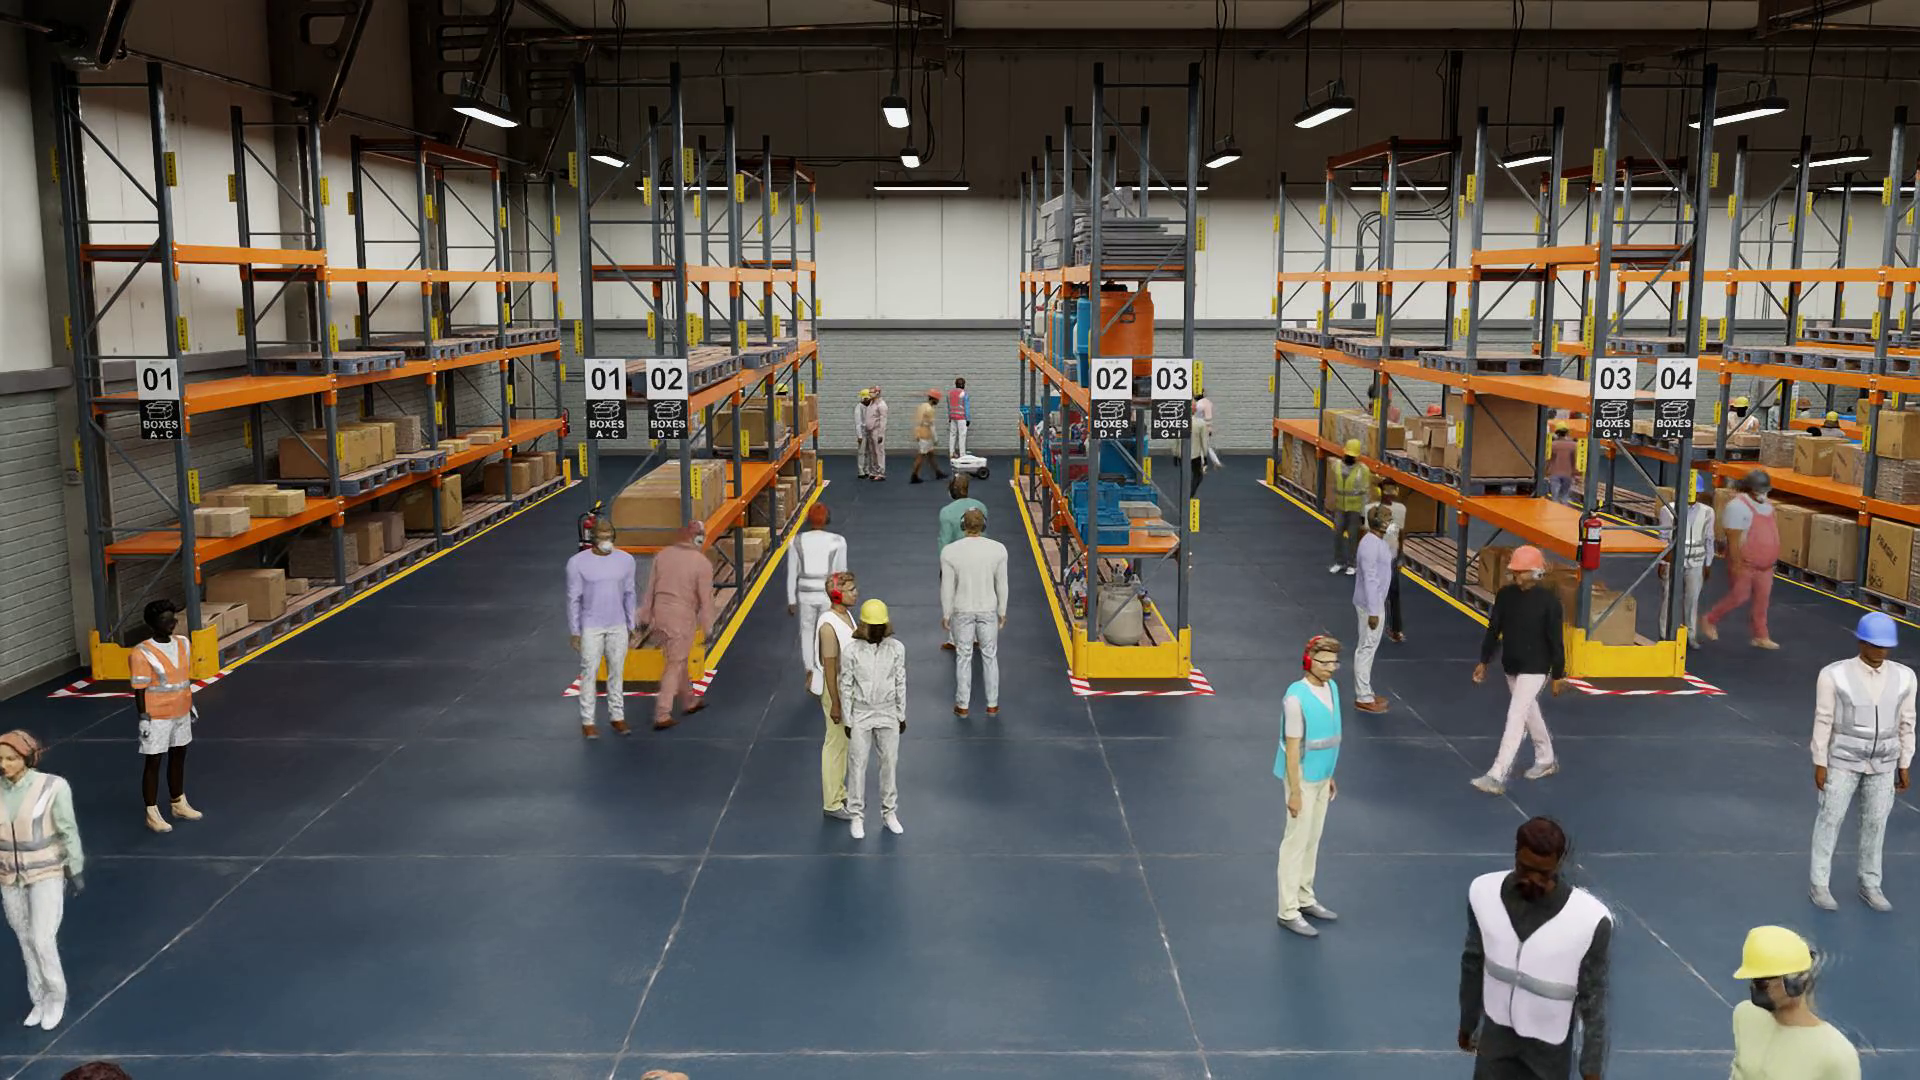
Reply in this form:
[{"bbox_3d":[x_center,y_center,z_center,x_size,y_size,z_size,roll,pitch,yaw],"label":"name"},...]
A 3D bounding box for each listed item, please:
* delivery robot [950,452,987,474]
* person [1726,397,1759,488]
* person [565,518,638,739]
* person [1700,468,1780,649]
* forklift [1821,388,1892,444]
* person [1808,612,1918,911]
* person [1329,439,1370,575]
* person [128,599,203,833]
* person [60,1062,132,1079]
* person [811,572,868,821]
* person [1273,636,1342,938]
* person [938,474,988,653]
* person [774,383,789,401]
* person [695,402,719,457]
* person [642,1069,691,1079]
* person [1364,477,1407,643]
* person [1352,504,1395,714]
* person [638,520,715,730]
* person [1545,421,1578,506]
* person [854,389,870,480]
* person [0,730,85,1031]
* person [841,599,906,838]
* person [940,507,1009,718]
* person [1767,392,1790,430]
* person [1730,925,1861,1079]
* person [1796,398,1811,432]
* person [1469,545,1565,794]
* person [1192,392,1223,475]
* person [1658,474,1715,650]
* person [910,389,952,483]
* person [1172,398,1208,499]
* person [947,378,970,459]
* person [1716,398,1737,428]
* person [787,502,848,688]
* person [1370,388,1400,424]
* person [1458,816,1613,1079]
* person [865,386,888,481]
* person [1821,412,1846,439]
[{"bbox_3d":[0.170,-1.536,33.487,0.707,0.478,0.477,-3,9,-18],"label":"delivery robot"},{"bbox_3d":[13.982,-1.607,29.843,0.588,1.927,0.370,8,12,43],"label":"person"},{"bbox_3d":[-3.126,0.765,14.554,0.635,1.936,0.355,-5,10,-30],"label":"person"},{"bbox_3d":[8.550,0.166,18.076,0.723,2.000,0.708,-4,10,-26],"label":"person"},{"bbox_3d":[20.072,-3.110,36.462,1.873,2.768,1.129,0,9,0],"label":"forklift"},{"bbox_3d":[5.700,1.397,10.502,0.603,1.938,0.426,1,9,5],"label":"person"},{"bbox_3d":[5.269,-0.439,22.469,0.601,1.880,0.602,7,11,39],"label":"person"},{"bbox_3d":[-5.781,1.263,12.120,0.317,1.695,0.540,3,9,19],"label":"person"},{"bbox_3d":[-2.292,2.327,4.565,0.600,1.917,0.377,-1,9,-5],"label":"person"},{"bbox_3d":[-0.905,1.146,12.380,0.389,1.850,0.566,1,9,7],"label":"person"},{"bbox_3d":[2.142,1.485,10.241,0.389,1.838,0.564,6,11,35],"label":"person"},{"bbox_3d":[0.022,0.251,17.892,0.630,1.933,0.364,-7,11,-37],"label":"person"},{"bbox_3d":[-3.587,-2.234,33.913,0.392,1.918,0.588,0,9,1],"label":"person"},{"bbox_3d":[-4.657,-1.758,30.937,0.564,1.899,0.963,2,9,11],"label":"person"},{"bbox_3d":[-0.894,2.398,5.013,0.525,1.637,0.307,-1,9,-6],"label":"person"},{"bbox_3d":[4.711,0.221,18.403,0.508,1.831,0.927,0,9,-2],"label":"person"},{"bbox_3d":[3.836,0.627,15.436,0.371,1.940,0.627,3,9,17],"label":"person"},{"bbox_3d":[-2.495,0.747,15.016,0.675,1.834,0.956,6,11,34],"label":"person"},{"bbox_3d":[9.657,-1.055,26.850,0.547,1.741,0.711,1,9,6],"label":"person"},{"bbox_3d":[-1.897,-2.125,33.482,0.404,1.829,0.601,4,10,22],"label":"person"},{"bbox_3d":[-4.957,1.811,8.807,0.545,1.620,0.455,0,9,1],"label":"person"},{"bbox_3d":[-0.607,1.274,11.937,0.487,1.737,0.322,-3,9,-20],"label":"person"},{"bbox_3d":[0.130,0.665,15.191,0.627,1.940,0.370,-1,9,-6],"label":"person"},{"bbox_3d":[16.845,-2.187,34.203,0.502,1.733,0.333,-2,9,-10],"label":"person"},{"bbox_3d":[3.005,2.210,5.923,0.649,1.732,0.528,-4,10,-22],"label":"person"},{"bbox_3d":[17.050,-2.058,33.685,0.265,1.632,0.508,6,11,33],"label":"person"},{"bbox_3d":[4.416,0.993,13.091,1.045,1.941,0.624,-4,10,-26],"label":"person"},{"bbox_3d":[5.047,-2.242,34.350,0.565,1.802,0.772,6,11,33],"label":"person"},{"bbox_3d":[7.835,0.236,17.974,0.597,1.939,0.415,1,9,4],"label":"person"},{"bbox_3d":[-0.560,-2.046,32.842,0.928,1.867,0.587,-2,9,-14],"label":"person"},{"bbox_3d":[3.975,-1.483,28.860,0.637,1.980,0.623,4,10,25],"label":"person"},{"bbox_3d":[-0.012,-2.724,37.354,0.624,1.835,0.431,8,12,41],"label":"person"},{"bbox_3d":[15.043,-1.914,32.485,0.556,1.705,0.887,4,10,25],"label":"person"},{"bbox_3d":[-1.368,0.556,16.096,0.582,1.870,0.414,0,9,1],"label":"person"},{"bbox_3d":[8.147,-1.958,32.030,0.603,1.967,0.941,0,9,3],"label":"person"},{"bbox_3d":[2.372,1.994,6.822,0.649,1.888,0.618,8,12,42],"label":"person"},{"bbox_3d":[-1.700,-2.129,33.272,0.410,1.909,0.643,-5,10,-29],"label":"person"},{"bbox_3d":[15.045,-1.354,28.806,0.493,1.743,0.297,5,10,29],"label":"person"}]
